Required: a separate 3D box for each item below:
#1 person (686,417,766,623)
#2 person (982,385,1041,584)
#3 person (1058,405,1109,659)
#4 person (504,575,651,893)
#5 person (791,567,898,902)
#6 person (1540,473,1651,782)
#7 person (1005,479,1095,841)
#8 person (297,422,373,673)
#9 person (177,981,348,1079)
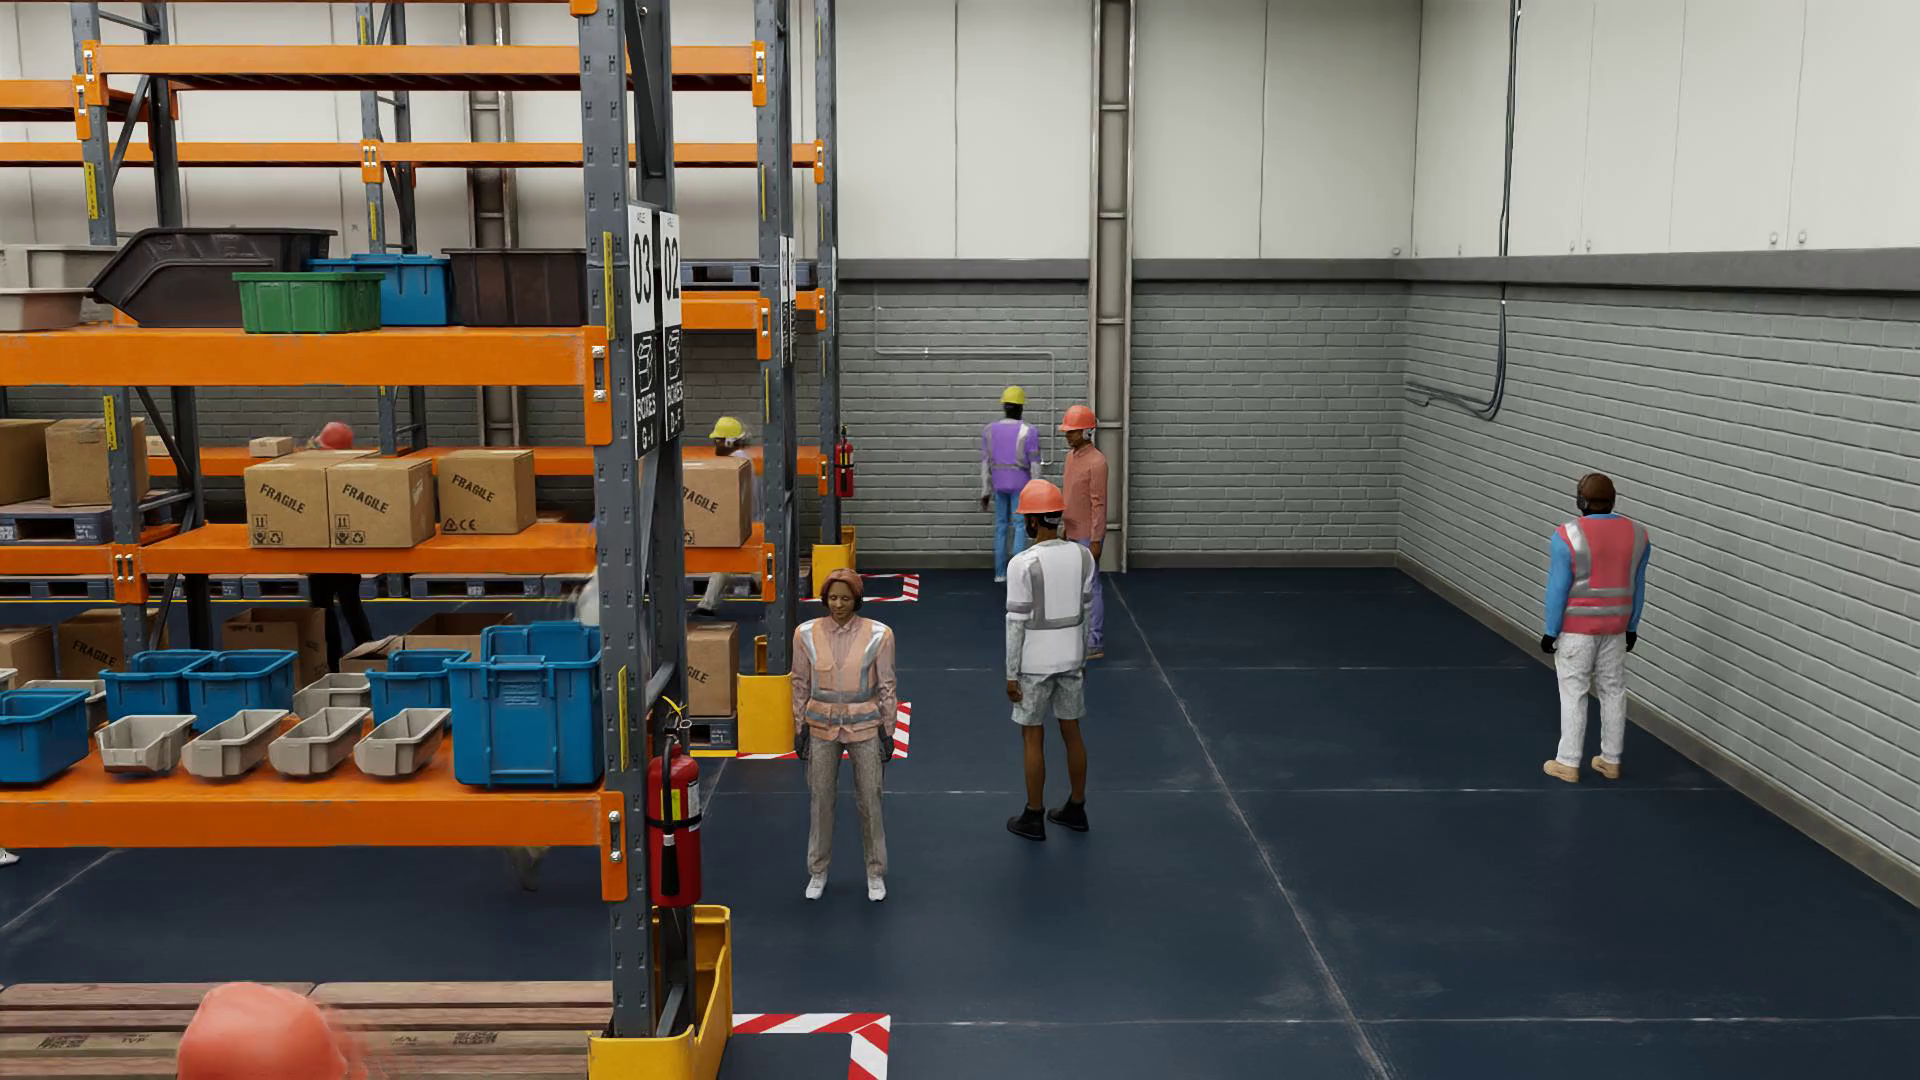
[{"bbox_3d":[-1.911,-0.164,14.244,0.944,1.783,0.612,0,9,-1],"label":"person"},{"bbox_3d":[0.506,-0.516,15.968,0.595,1.929,0.390,5,11,28],"label":"person"},{"bbox_3d":[0.944,-0.063,12.988,0.406,1.987,0.618,-3,10,-18],"label":"person"},{"bbox_3d":[-1.749,0.806,7.923,0.793,1.903,0.646,1,9,6],"label":"person"},{"bbox_3d":[-0.552,0.932,7.976,0.513,1.631,0.319,1,9,5],"label":"person"},{"bbox_3d":[3.738,0.517,9.873,0.633,1.839,0.429,-2,9,-11],"label":"person"},{"bbox_3d":[0.451,0.636,8.879,0.548,1.929,0.388,-6,11,-31],"label":"person"},{"bbox_3d":[-4.479,0.128,11.930,0.718,1.956,0.394,4,10,26],"label":"person"},{"bbox_3d":[-1.008,1.650,2.786,0.986,1.896,0.552,6,11,34],"label":"person"}]
